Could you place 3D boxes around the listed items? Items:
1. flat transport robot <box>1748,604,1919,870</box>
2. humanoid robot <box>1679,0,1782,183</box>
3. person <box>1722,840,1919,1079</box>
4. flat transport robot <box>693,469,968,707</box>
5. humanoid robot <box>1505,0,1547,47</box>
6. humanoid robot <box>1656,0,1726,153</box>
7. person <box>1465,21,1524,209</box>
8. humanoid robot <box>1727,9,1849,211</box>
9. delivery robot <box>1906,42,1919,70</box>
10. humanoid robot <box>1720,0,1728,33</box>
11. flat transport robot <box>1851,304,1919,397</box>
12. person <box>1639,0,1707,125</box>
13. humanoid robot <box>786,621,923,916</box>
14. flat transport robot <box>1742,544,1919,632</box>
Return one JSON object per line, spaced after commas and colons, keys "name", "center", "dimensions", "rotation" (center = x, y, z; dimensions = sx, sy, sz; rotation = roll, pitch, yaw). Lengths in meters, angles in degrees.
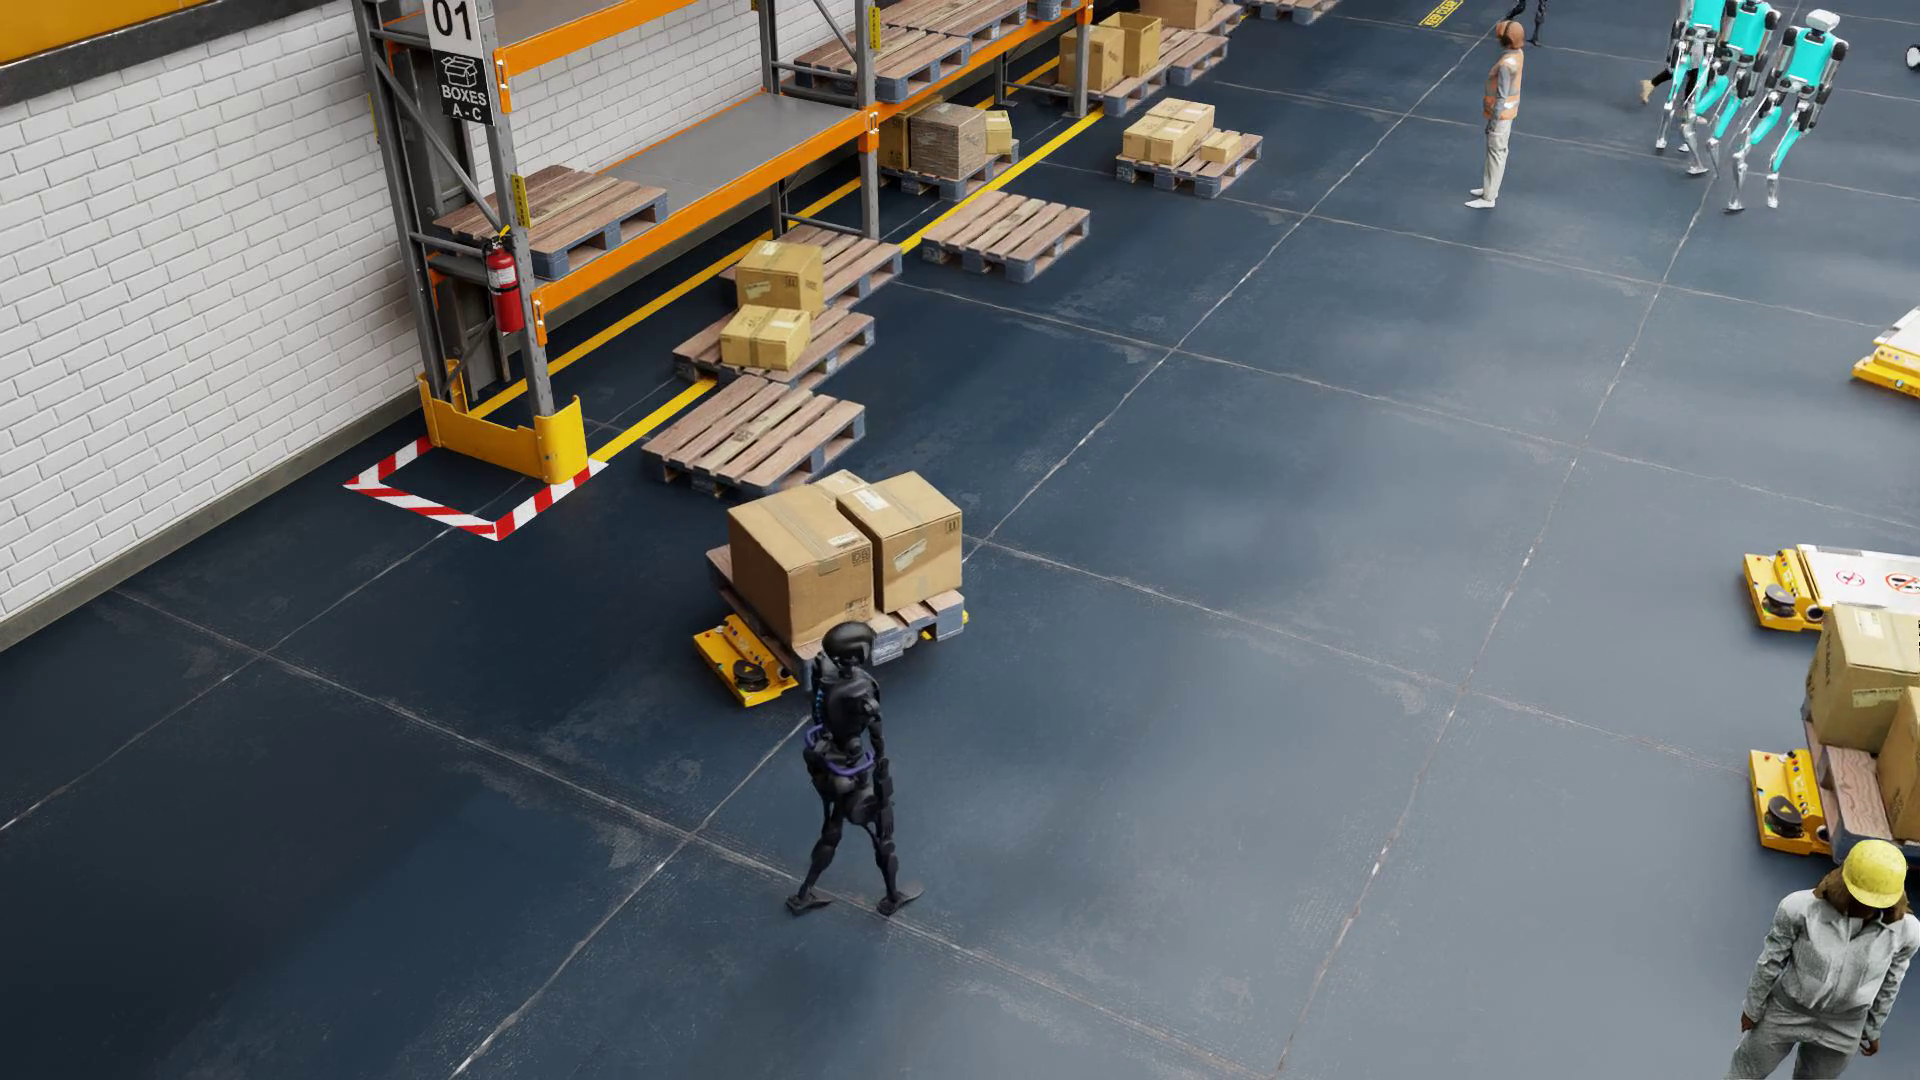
{"name": "flat transport robot", "center": [4.655, 1.351, 8.104], "dimensions": [1.431, 0.231, 0.659], "rotation": [9, 34, 13]}
{"name": "humanoid robot", "center": [6.838, -4.058, 15.006], "dimensions": [0.666, 1.858, 0.539], "rotation": [-17, 37, -24]}
{"name": "person", "center": [3.151, 1.767, 6.137], "dimensions": [0.492, 1.742, 0.309], "rotation": [8, 34, 11]}
{"name": "flat transport robot", "center": [-0.727, 0.474, 9.431], "dimensions": [1.431, 0.231, 0.659], "rotation": [-20, 38, -27]}
{"name": "humanoid robot", "center": [6.468, -6.425, 18.612], "dimensions": [0.612, 1.638, 0.623], "rotation": [-5, 34, -8]}
{"name": "humanoid robot", "center": [6.816, -4.453, 15.465], "dimensions": [0.532, 1.692, 0.721], "rotation": [17, 37, 24]}
{"name": "person", "center": [4.700, -3.706, 14.511], "dimensions": [0.311, 1.637, 0.512], "rotation": [15, 36, 21]}
{"name": "humanoid robot", "center": [7.054, -3.603, 14.294], "dimensions": [0.579, 1.783, 0.893], "rotation": [28, 42, 35]}
{"name": "delivery robot", "center": [10.606, -5.232, 17.820], "dimensions": [0.499, 0.612, 0.814], "rotation": [-5, 34, -8]}
{"name": "humanoid robot", "center": [8.942, -6.709, 19.043], "dimensions": [0.610, 1.635, 0.694], "rotation": [21, 39, 28]}
{"name": "flat transport robot", "center": [7.221, -1.410, 12.281], "dimensions": [1.431, 0.231, 0.659], "rotation": [-28, 43, -35]}
{"name": "person", "center": [7.196, -4.980, 16.418], "dimensions": [0.691, 1.666, 0.535], "rotation": [20, 38, 28]}
{"name": "humanoid robot", "center": [-0.503, 1.013, 7.366], "dimensions": [0.600, 1.651, 0.603], "rotation": [-21, 39, -29]}
{"name": "flat transport robot", "center": [5.362, 0.338, 9.636], "dimensions": [1.431, 0.231, 0.659], "rotation": [7, 34, 10]}
